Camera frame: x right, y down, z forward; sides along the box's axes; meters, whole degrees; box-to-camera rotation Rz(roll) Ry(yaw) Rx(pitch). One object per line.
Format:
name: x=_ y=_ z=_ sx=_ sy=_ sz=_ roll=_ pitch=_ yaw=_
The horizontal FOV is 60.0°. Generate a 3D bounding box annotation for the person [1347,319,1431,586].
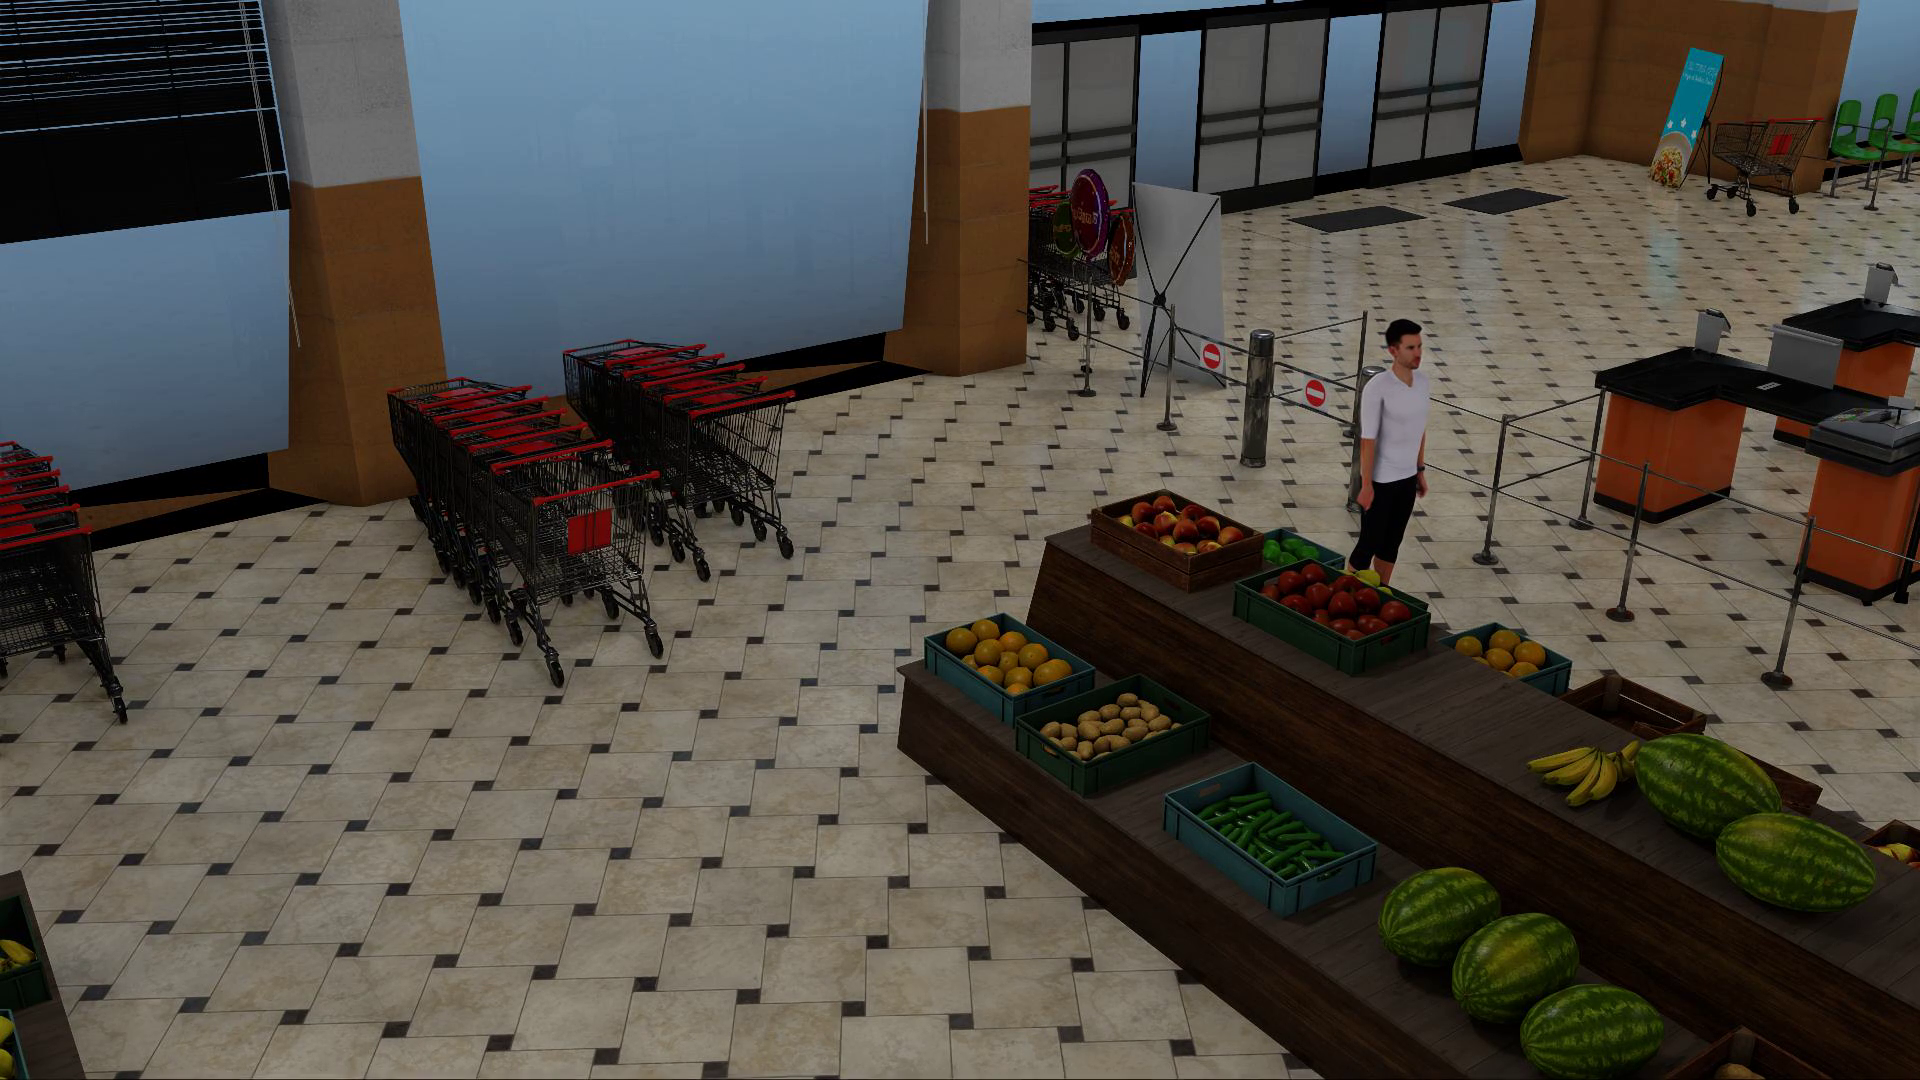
person: x=2.491 y=-0.382 z=9.658 sx=0.660 sy=1.851 sz=0.549 roll=-15 pitch=28 yaw=-30
